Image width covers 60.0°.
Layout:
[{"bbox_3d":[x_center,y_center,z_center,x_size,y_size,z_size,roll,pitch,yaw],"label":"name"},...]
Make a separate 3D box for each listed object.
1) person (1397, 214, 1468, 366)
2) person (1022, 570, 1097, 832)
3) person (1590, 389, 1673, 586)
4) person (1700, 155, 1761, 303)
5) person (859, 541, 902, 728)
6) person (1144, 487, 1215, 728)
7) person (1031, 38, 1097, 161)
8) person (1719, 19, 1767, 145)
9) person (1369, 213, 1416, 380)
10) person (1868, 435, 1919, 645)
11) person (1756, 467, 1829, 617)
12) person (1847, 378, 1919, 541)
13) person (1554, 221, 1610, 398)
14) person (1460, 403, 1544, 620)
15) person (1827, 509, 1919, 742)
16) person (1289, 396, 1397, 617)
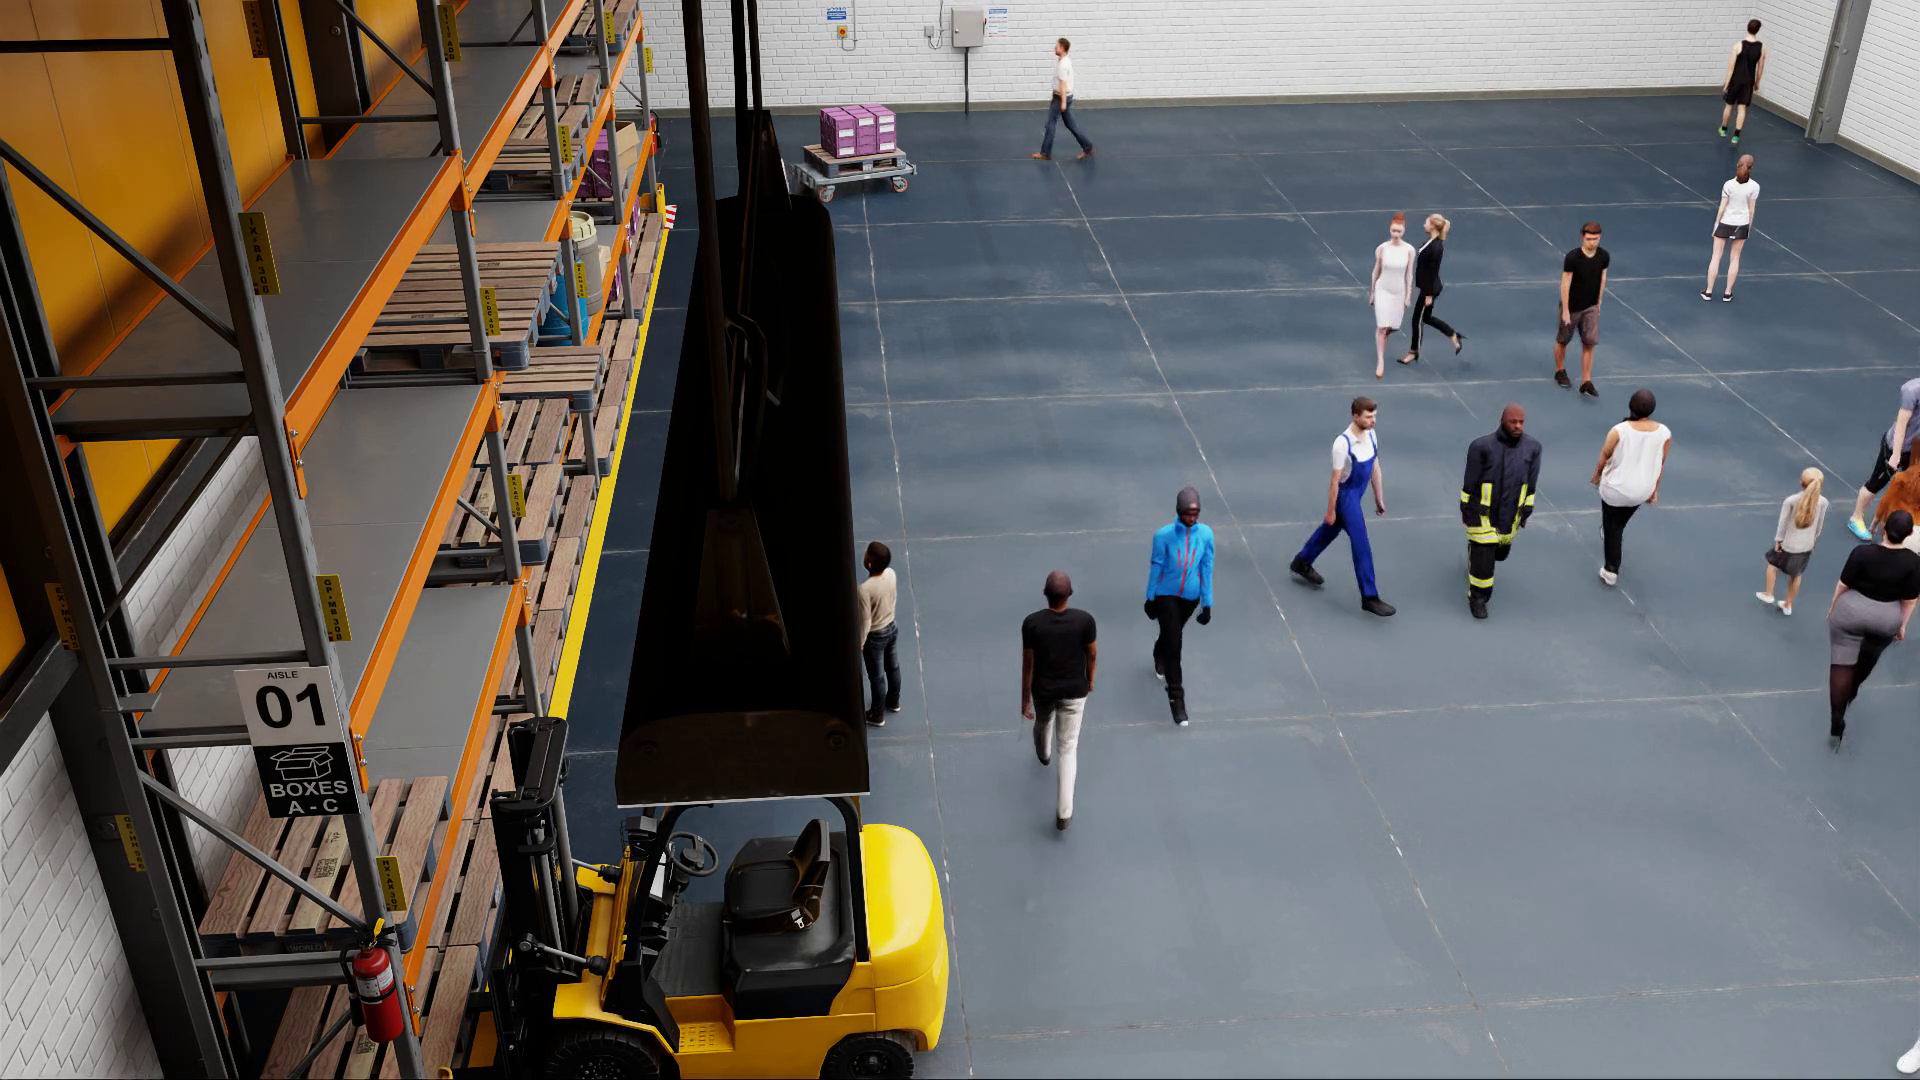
[{"bbox_3d":[5.135,-2.660,17.888,0.866,1.686,0.963,5,29,9],"label":"person"},{"bbox_3d":[0.661,1.086,10.961,0.766,1.743,1.301,1,29,2],"label":"person"},{"bbox_3d":[5.539,-0.421,13.822,0.713,1.649,1.083,0,29,0],"label":"person"},{"bbox_3d":[9.157,-3.698,19.720,0.642,1.752,0.666,7,29,13],"label":"person"},{"bbox_3d":[-0.581,0.664,12.024,0.691,1.465,0.617,18,34,30],"label":"person"},{"bbox_3d":[1.588,0.379,12.253,0.723,1.747,1.228,-5,29,-9],"label":"person"},{"bbox_3d":[1.643,-6.565,24.908,0.971,1.818,1.237,5,29,10],"label":"person"},{"bbox_3d":[12.120,-7.040,25.753,0.975,1.844,1.286,8,30,14],"label":"person"},{"bbox_3d":[4.585,-2.608,17.699,0.746,1.776,0.960,6,29,11],"label":"person"},{"bbox_3d":[7.400,0.038,12.943,0.726,1.685,0.905,3,29,6],"label":"person"},{"bbox_3d":[6.757,0.033,13.390,0.584,1.264,0.636,6,29,10],"label":"person"},{"bbox_3d":[8.087,-0.813,14.336,0.822,1.845,1.141,-7,29,-12],"label":"person"},{"bbox_3d":[6.433,-2.476,17.397,0.668,1.833,0.962,-2,29,-4],"label":"person"},{"bbox_3d":[4.311,-0.318,13.475,0.805,1.799,1.134,0,29,1],"label":"person"},{"bbox_3d":[6.441,0.631,11.816,0.976,1.722,1.171,12,31,21],"label":"person"},{"bbox_3d":[3.089,-0.344,13.526,1.192,1.797,1.329,-25,37,-38],"label":"person"}]
